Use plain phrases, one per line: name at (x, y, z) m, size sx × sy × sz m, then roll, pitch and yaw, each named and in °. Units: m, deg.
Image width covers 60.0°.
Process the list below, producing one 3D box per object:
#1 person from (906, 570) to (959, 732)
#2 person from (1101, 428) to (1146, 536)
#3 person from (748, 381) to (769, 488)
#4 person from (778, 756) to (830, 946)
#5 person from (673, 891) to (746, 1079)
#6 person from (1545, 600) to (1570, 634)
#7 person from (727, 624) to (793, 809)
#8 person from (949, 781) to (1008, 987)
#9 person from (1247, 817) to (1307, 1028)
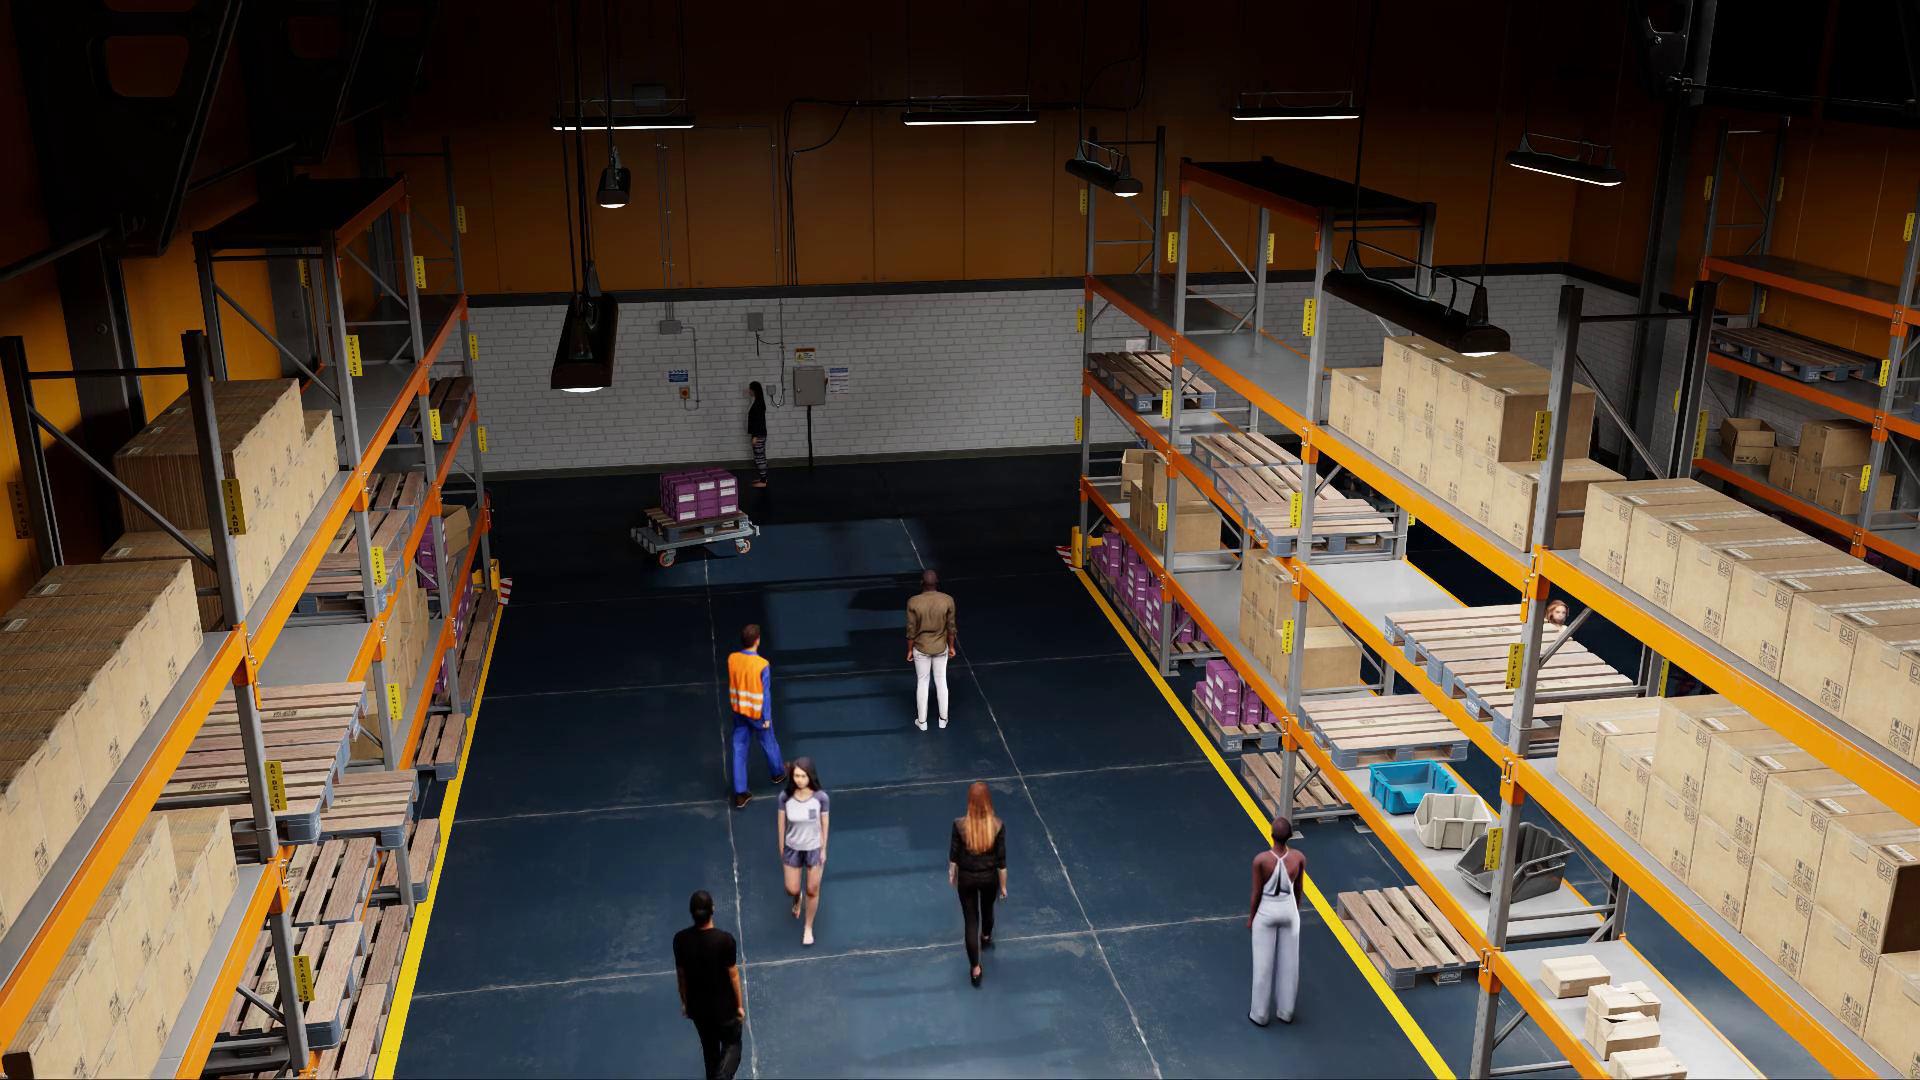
person at (-0.313, 1.186, 18.055) m, size 0.716 × 1.825 × 0.546 m, roll -3°, pitch 19°, yaw -10°
person at (2.774, -0.848, 24.120) m, size 1.120 × 1.808 × 1.290 m, roll 6°, pitch 20°, yaw 18°
person at (-3.242, -1.722, 26.832) m, size 0.710 × 1.733 × 0.529 m, roll 1°, pitch 19°, yaw 3°
person at (-1.301, 2.578, 14.125) m, size 0.646 × 1.695 × 0.746 m, roll 0°, pitch 19°, yaw 0°
person at (-1.786, 3.337, 11.795) m, size 0.848 × 1.743 × 0.972 m, roll 5°, pitch 19°, yaw 15°
person at (6.169, 1.435, 17.475) m, size 0.680 × 1.723 × 0.635 m, roll -9°, pitch 21°, yaw -25°
person at (-2.108, 1.754, 16.369) m, size 1.078 × 1.825 × 1.231 m, roll 7°, pitch 20°, yaw 21°
person at (0.142, 2.808, 13.457) m, size 0.743 × 1.685 × 1.071 m, roll 0°, pitch 19°, yaw -1°
person at (2.448, 2.951, 12.878) m, size 0.565 × 1.783 × 0.463 m, roll -3°, pitch 19°, yaw -10°
